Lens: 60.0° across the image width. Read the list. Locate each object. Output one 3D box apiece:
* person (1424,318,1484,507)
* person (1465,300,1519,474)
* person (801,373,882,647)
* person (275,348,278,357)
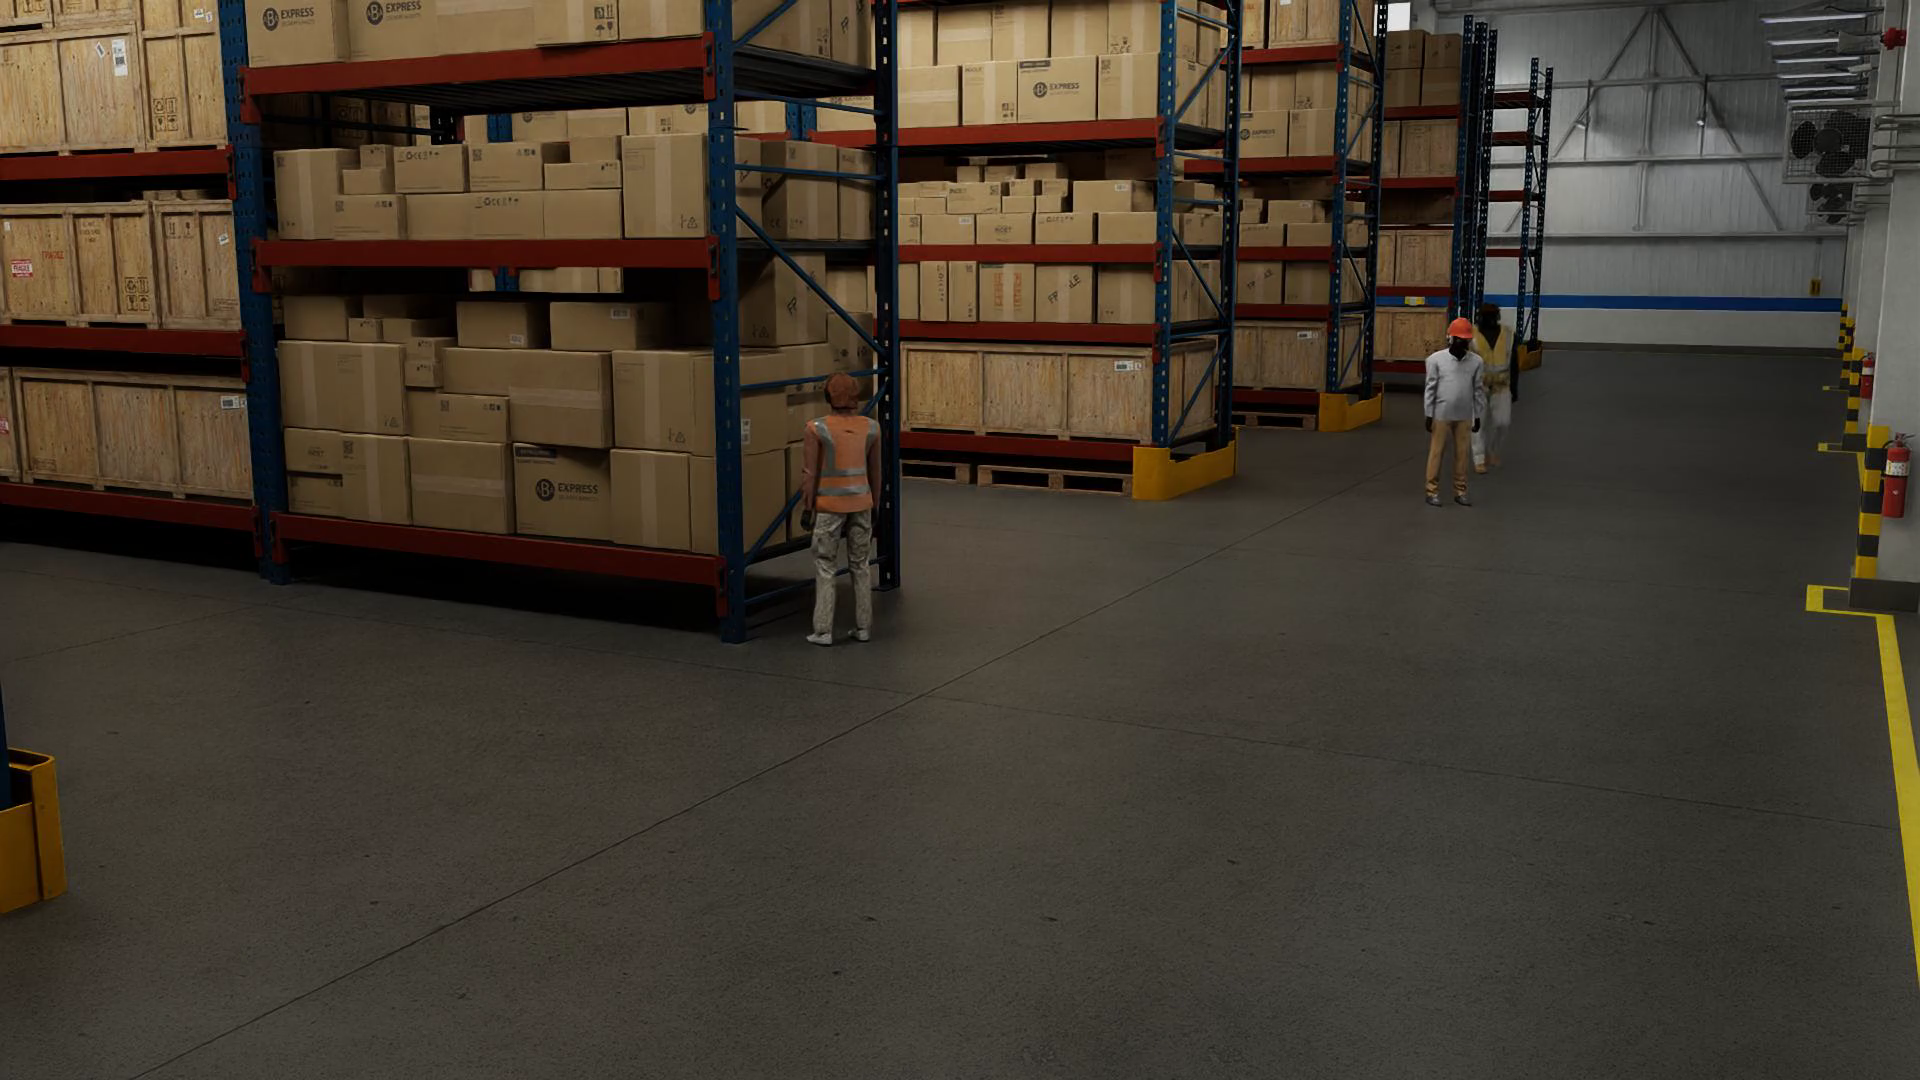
[{"bbox_3d":[4.551,-1.170,15.310,0.569,1.744,0.349,-1,10,-5],"label":"person"},{"bbox_3d":[5.575,-1.610,17.603,0.660,1.832,0.442,1,10,5],"label":"person"},{"bbox_3d":[-0.694,-0.178,9.901,0.525,1.632,0.312,-6,11,-29],"label":"person"},{"bbox_3d":[-8.000,-1.982,19.497,0.383,1.930,0.540,-3,10,-15],"label":"person"}]
